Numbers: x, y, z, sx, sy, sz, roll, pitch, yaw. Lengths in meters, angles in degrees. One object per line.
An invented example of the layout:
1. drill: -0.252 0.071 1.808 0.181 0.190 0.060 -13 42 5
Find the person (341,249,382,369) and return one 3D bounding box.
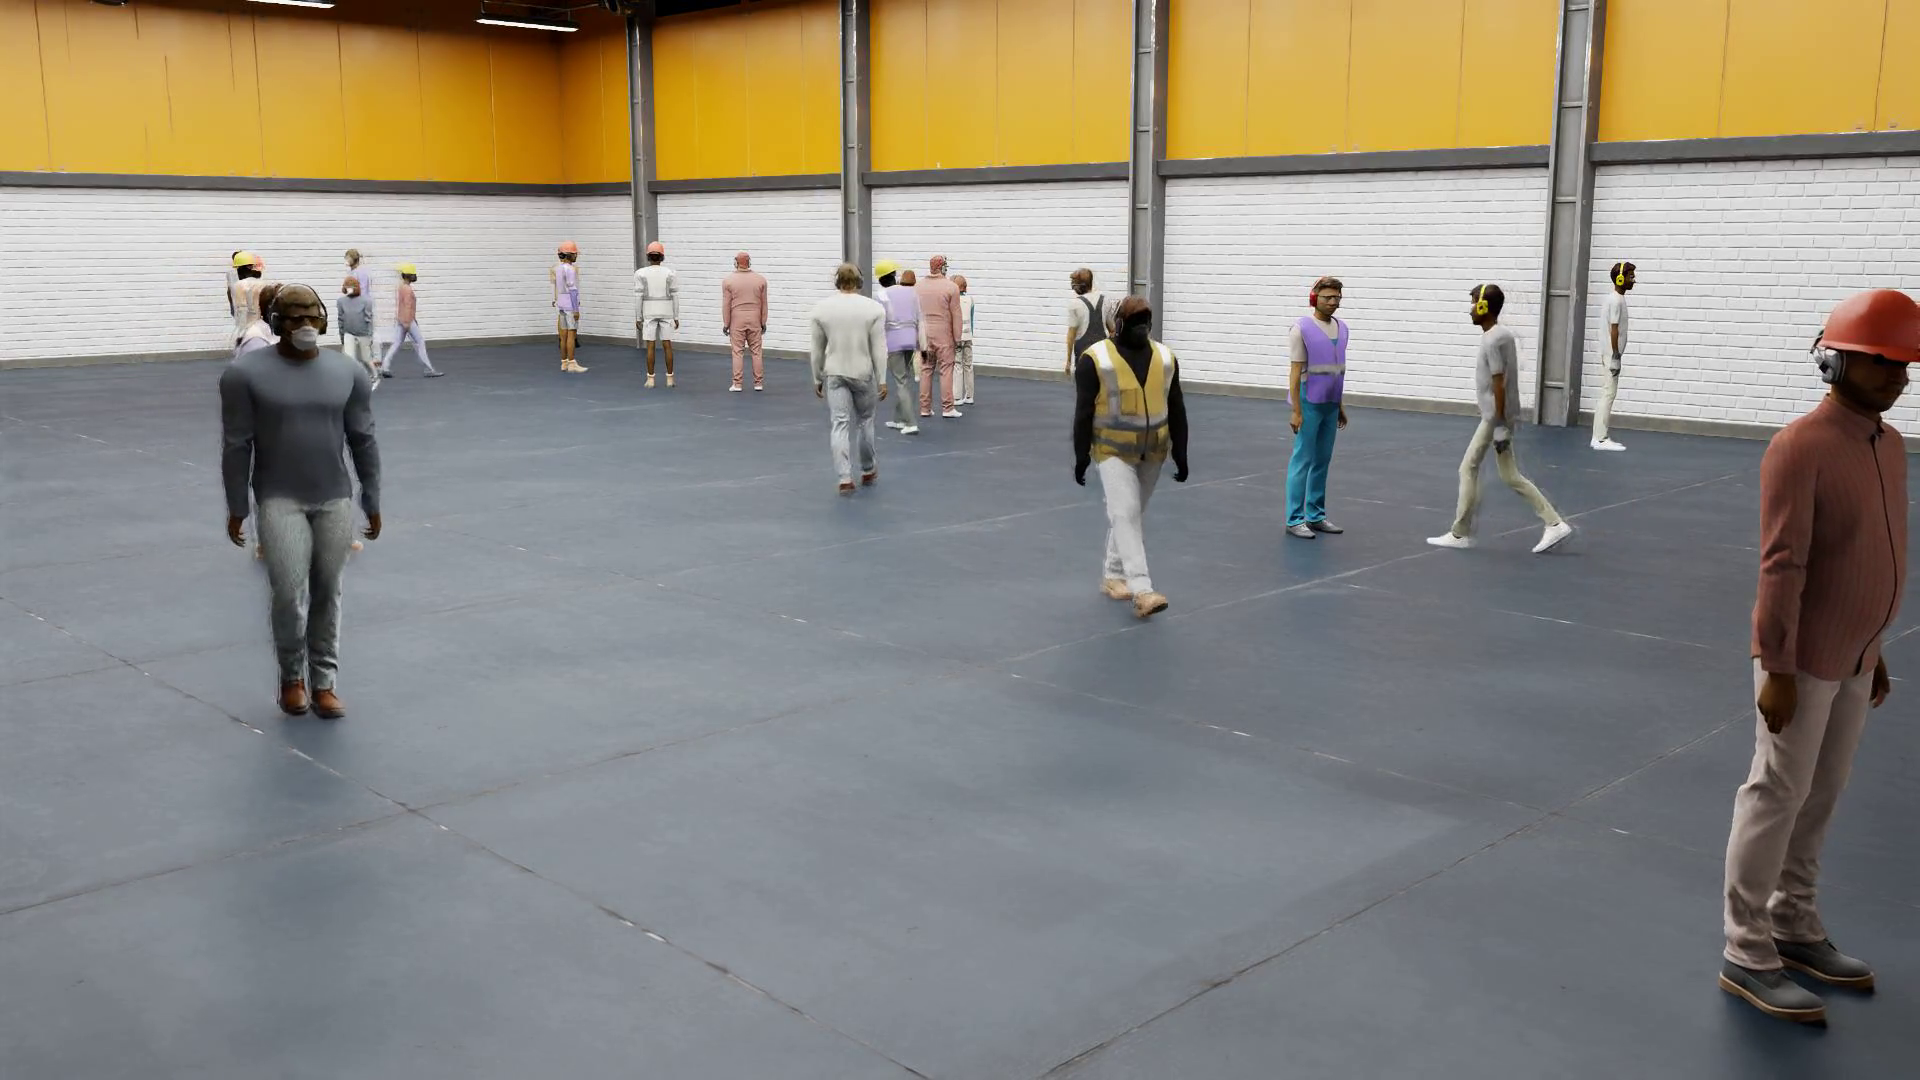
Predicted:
1. person: -9.678 -3.659 26.469 0.933 1.897 0.672 -9 14 -40

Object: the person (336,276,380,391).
1. person: -8.095 -2.757 22.382 0.510 1.601 0.748 0 10 -2

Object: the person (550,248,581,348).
1. person: -7.478 -4.601 31.543 0.543 1.928 0.370 -1 10 -6

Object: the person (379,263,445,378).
1. person: -8.285 -3.275 24.888 0.919 1.720 0.536 -6 12 -31

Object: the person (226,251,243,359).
1. person: -12.072 -3.919 27.985 0.520 1.869 0.326 4 11 20

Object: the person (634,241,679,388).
1. person: -4.243 -3.149 23.308 0.615 2.043 0.373 -3 11 -16

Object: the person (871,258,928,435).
1. person: -0.688 -2.082 17.938 0.603 1.876 0.831 -8 13 -38

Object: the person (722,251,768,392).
1. person: -2.946 -2.978 22.741 0.643 1.911 0.411 -4 11 -22

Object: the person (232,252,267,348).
1. person: -8.761 -2.584 20.552 0.385 1.922 0.594 2 11 11

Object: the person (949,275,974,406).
1. person: -0.010 -2.499 20.871 0.310 1.637 0.523 8 13 38

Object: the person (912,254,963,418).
1. person: -0.247 -2.383 19.502 0.653 1.906 0.405 5 12 27

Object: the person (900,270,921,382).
1. person: -0.746 -3.122 24.278 0.500 1.633 0.282 0 10 2

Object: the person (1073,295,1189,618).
1. person: 1.007 -0.482 9.445 0.650 1.789 0.944 -4 11 -21

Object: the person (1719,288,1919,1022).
1. person: 2.398 0.310 4.584 0.614 1.990 0.392 -8 13 -36

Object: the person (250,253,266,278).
1. person: -9.065 -2.725 21.373 0.488 1.911 0.577 -1 10 -6

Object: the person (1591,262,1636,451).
1. person: 6.522 -1.828 16.581 0.309 1.868 0.535 3 11 16

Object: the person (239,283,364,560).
1. person: -4.300 -0.752 10.847 0.788 1.817 0.660 1 10 4

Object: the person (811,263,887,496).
1. person: -0.908 -1.353 13.910 0.655 1.892 0.975 1 10 6

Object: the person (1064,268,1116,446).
1. person: 1.342 -1.845 16.855 0.603 1.811 0.351 -5 12 -26

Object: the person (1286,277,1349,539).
1. person: 2.527 -0.942 11.817 0.571 1.840 0.373 -9 14 -40

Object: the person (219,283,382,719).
1. person: -2.854 -0.152 7.288 0.656 1.924 0.440 -8 13 -36

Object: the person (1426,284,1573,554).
1. person: 3.683 -0.811 11.201 0.895 1.822 0.590 6 12 31

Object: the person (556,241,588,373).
1. person: -6.063 -3.625 25.908 0.374 2.043 0.612 -7 12 -33
